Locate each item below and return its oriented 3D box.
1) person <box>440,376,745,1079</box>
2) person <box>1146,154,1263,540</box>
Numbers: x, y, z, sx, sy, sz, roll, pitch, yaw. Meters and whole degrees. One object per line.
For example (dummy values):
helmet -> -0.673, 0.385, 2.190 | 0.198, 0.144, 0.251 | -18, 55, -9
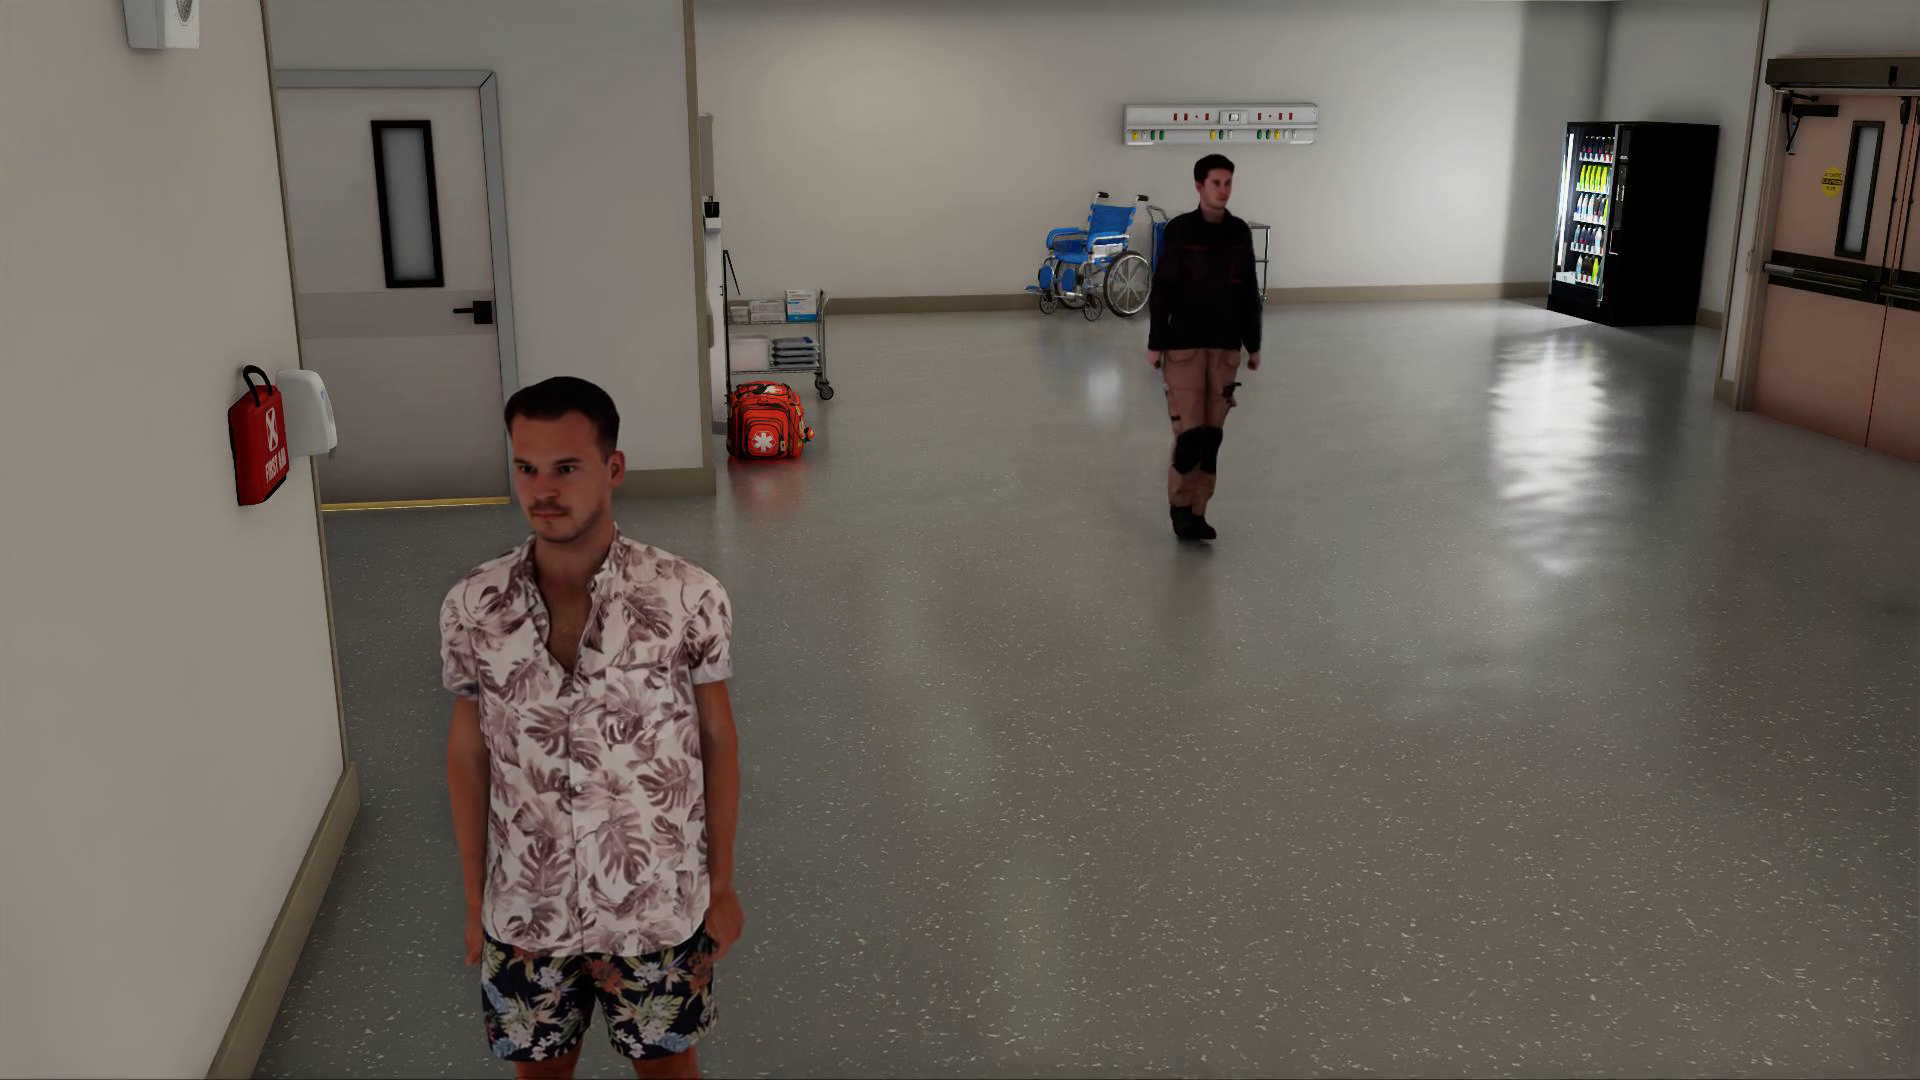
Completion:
person -> -0.657, 0.595, 3.021 | 0.697, 1.815, 0.603 | 0, 16, -2
person -> 1.179, -0.953, 8.324 | 0.760, 1.916, 0.695 | -5, 17, -18
